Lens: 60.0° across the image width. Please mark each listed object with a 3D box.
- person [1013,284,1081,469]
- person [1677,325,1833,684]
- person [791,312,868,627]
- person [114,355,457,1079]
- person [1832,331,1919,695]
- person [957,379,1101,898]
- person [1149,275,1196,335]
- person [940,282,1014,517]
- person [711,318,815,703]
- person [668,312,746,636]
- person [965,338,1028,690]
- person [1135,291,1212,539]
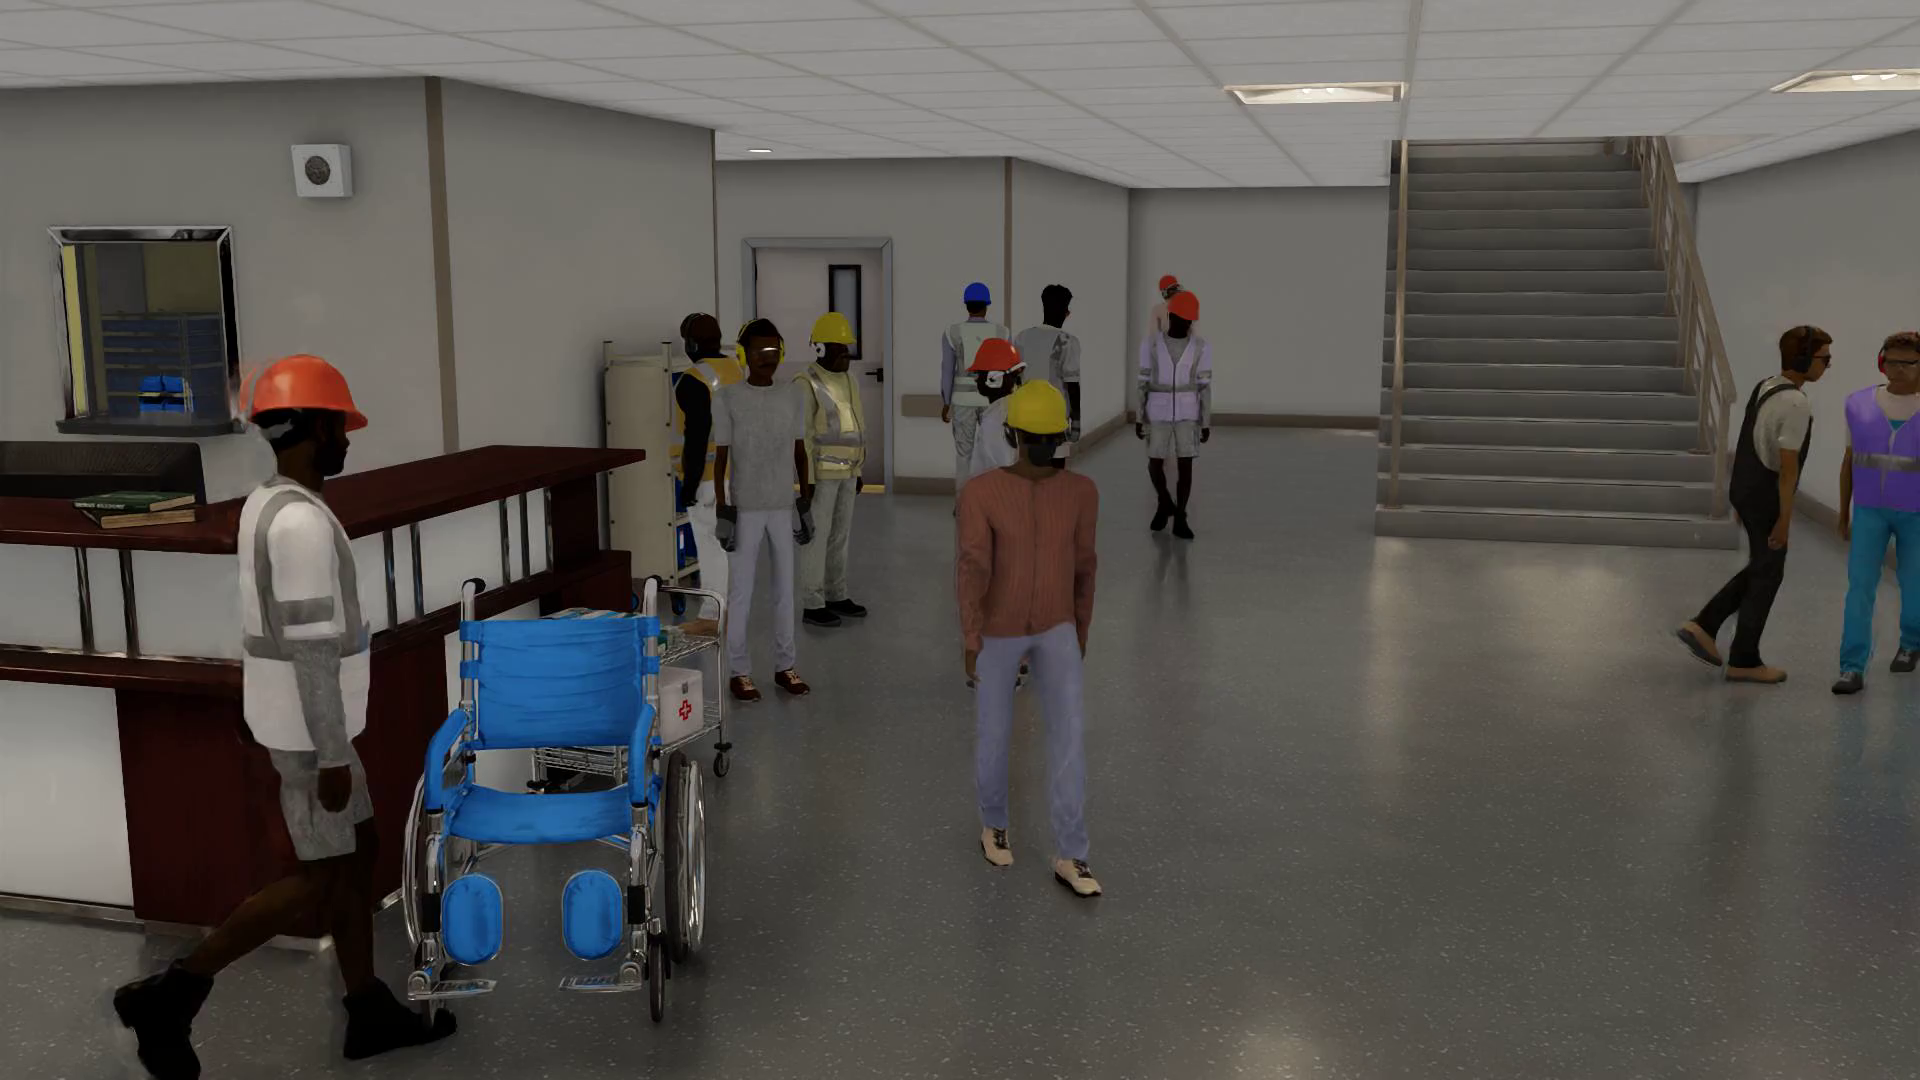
[{"bbox_3d":[0.682,-0.972,12.713,0.610,1.951,0.388,8,12,38],"label":"person"},{"bbox_3d":[4.020,-0.169,8.356,0.527,1.819,0.541,1,10,5],"label":"person"},{"bbox_3d":[-0.750,-0.417,9.781,0.404,1.830,0.601,5,11,28],"label":"person"},{"bbox_3d":[-1.795,0.476,4.337,0.761,1.899,0.561,-5,11,-29],"label":"person"},{"bbox_3d":[4.711,-0.155,8.366,0.557,1.796,0.973,8,13,41],"label":"person"},{"bbox_3d":[0.251,0.334,5.658,0.541,1.738,0.799,-2,10,-14],"label":"person"},{"bbox_3d":[2.662,-2.336,20.765,0.637,1.938,1.032,-2,10,-9],"label":"person"},{"bbox_3d":[0.141,-1.151,13.776,0.615,1.939,0.404,-1,10,-8],"label":"person"},{"bbox_3d":[-0.950,-0.144,8.095,0.505,1.864,0.333,-5,11,-29],"label":"person"},{"bbox_3d":[-1.443,-0.372,9.501,0.430,1.841,0.623,3,10,16],"label":"person"},{"bbox_3d":[0.190,-0.127,8.297,0.333,1.753,0.562,3,10,15],"label":"person"},{"bbox_3d":[1.636,-0.962,12.790,0.577,1.902,0.596,1,10,4],"label":"person"}]
